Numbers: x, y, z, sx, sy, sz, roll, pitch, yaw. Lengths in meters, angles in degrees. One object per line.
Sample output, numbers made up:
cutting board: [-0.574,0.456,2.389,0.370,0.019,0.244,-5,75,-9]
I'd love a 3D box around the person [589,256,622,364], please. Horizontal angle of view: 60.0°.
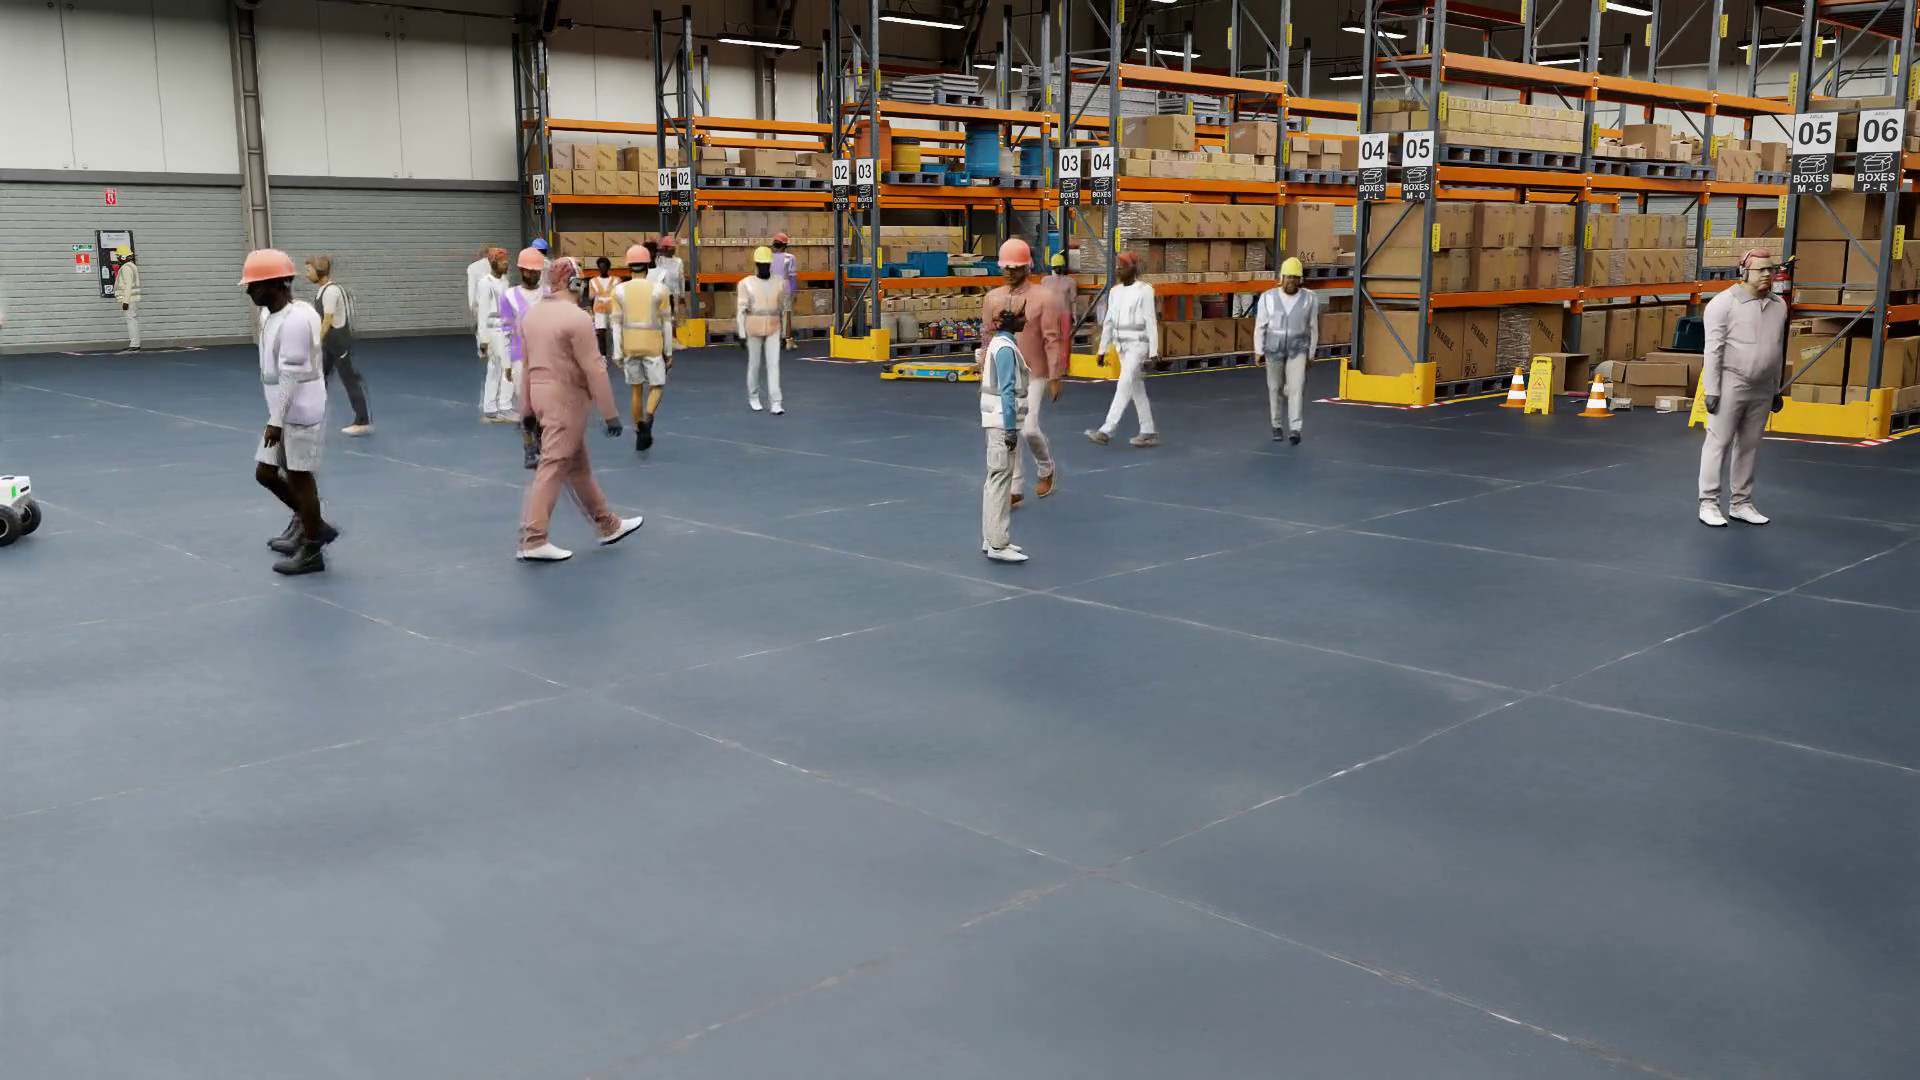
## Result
person: [-5.400,-3.491,25.427,0.536,1.681,0.597,-2,11,-10]

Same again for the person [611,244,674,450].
person: [-2.964,-1.785,15.496,0.561,1.919,0.598,0,10,0]

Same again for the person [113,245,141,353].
person: [-14.260,-4.126,28.495,0.404,1.833,0.590,-4,11,-19]

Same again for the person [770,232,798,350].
person: [-3.144,-4.364,29.214,0.609,2.044,0.394,3,11,15]

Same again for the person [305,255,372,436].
person: [-6.353,-1.917,16.538,0.940,1.791,0.494,-7,13,-35]

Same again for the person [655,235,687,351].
person: [-5.185,-4.363,29.350,0.953,2.012,0.611,9,14,40]

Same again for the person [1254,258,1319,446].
person: [3.150,-1.824,16.085,0.599,1.785,0.920,2,11,11]

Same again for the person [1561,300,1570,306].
person: [10.825,-4.300,30.083,0.519,1.599,0.800,8,13,36]

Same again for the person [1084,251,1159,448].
person: [1.512,-1.791,15.729,0.954,1.836,0.610,-6,12,-30]

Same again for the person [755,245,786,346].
person: [-3.507,-4.468,30.408,0.561,1.819,0.591,-8,13,-36]

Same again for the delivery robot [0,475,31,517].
delivery robot: [-6.537,-0.293,10.941,0.707,0.478,0.477,-2,11,-13]

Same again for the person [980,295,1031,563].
person: [0.280,-0.694,10.310,0.311,1.638,0.523,-1,10,-4]

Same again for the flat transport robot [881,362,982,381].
flat transport robot: [-0.327,-2.367,23.280,1.431,0.197,0.652,3,11,16]

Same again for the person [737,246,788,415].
person: [-2.236,-2.376,18.845,0.607,1.882,0.988,-4,11,-20]

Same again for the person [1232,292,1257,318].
person: [5.310,-4.600,31.068,0.429,1.837,0.633,-9,14,-40]

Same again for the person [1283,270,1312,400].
person: [4.098,-2.571,20.514,0.531,1.648,0.893,9,14,42]

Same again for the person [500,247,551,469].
person: [-3.764,-1.621,14.663,0.544,1.914,0.800,-5,11,-23]

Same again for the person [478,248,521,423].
person: [-4.894,-2.189,17.868,0.669,1.859,0.584,0,10,2]

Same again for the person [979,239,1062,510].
person: [0.439,-1.211,12.209,0.643,1.976,0.529,7,12,32]

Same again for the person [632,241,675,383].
person: [-4.222,-3.161,22.977,0.618,1.935,0.957,3,11,18]

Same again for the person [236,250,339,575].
person: [-3.998,-0.741,9.830,0.436,1.914,0.536,-9,14,-40]

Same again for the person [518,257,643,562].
person: [-2.381,-0.826,10.421,0.995,1.852,0.678,-9,14,-41]

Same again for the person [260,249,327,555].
person: [-4.286,-0.861,10.535,0.564,1.923,0.517,8,13,36]

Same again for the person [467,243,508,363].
person: [-7.384,-3.703,26.091,0.632,1.893,0.935,-4,11,-20]

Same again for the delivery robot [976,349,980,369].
delivery robot: [0.556,-2.636,23.719,0.477,0.478,0.707,10,14,43]

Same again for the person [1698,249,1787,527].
person: [5.446,-1.050,11.522,0.643,1.909,0.399,-3,11,-16]

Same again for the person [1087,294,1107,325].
person: [2.192,-3.622,25.678,0.450,1.853,0.562,-10,14,-43]

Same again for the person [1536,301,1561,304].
person: [10.042,-4.026,28.339,0.898,1.694,0.491,-10,14,-43]

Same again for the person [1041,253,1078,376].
person: [1.409,-3.215,23.750,0.563,1.740,0.438,2,11,10]

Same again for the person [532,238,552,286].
person: [-6.528,-3.745,26.100,0.400,1.945,0.615,0,10,-2]
